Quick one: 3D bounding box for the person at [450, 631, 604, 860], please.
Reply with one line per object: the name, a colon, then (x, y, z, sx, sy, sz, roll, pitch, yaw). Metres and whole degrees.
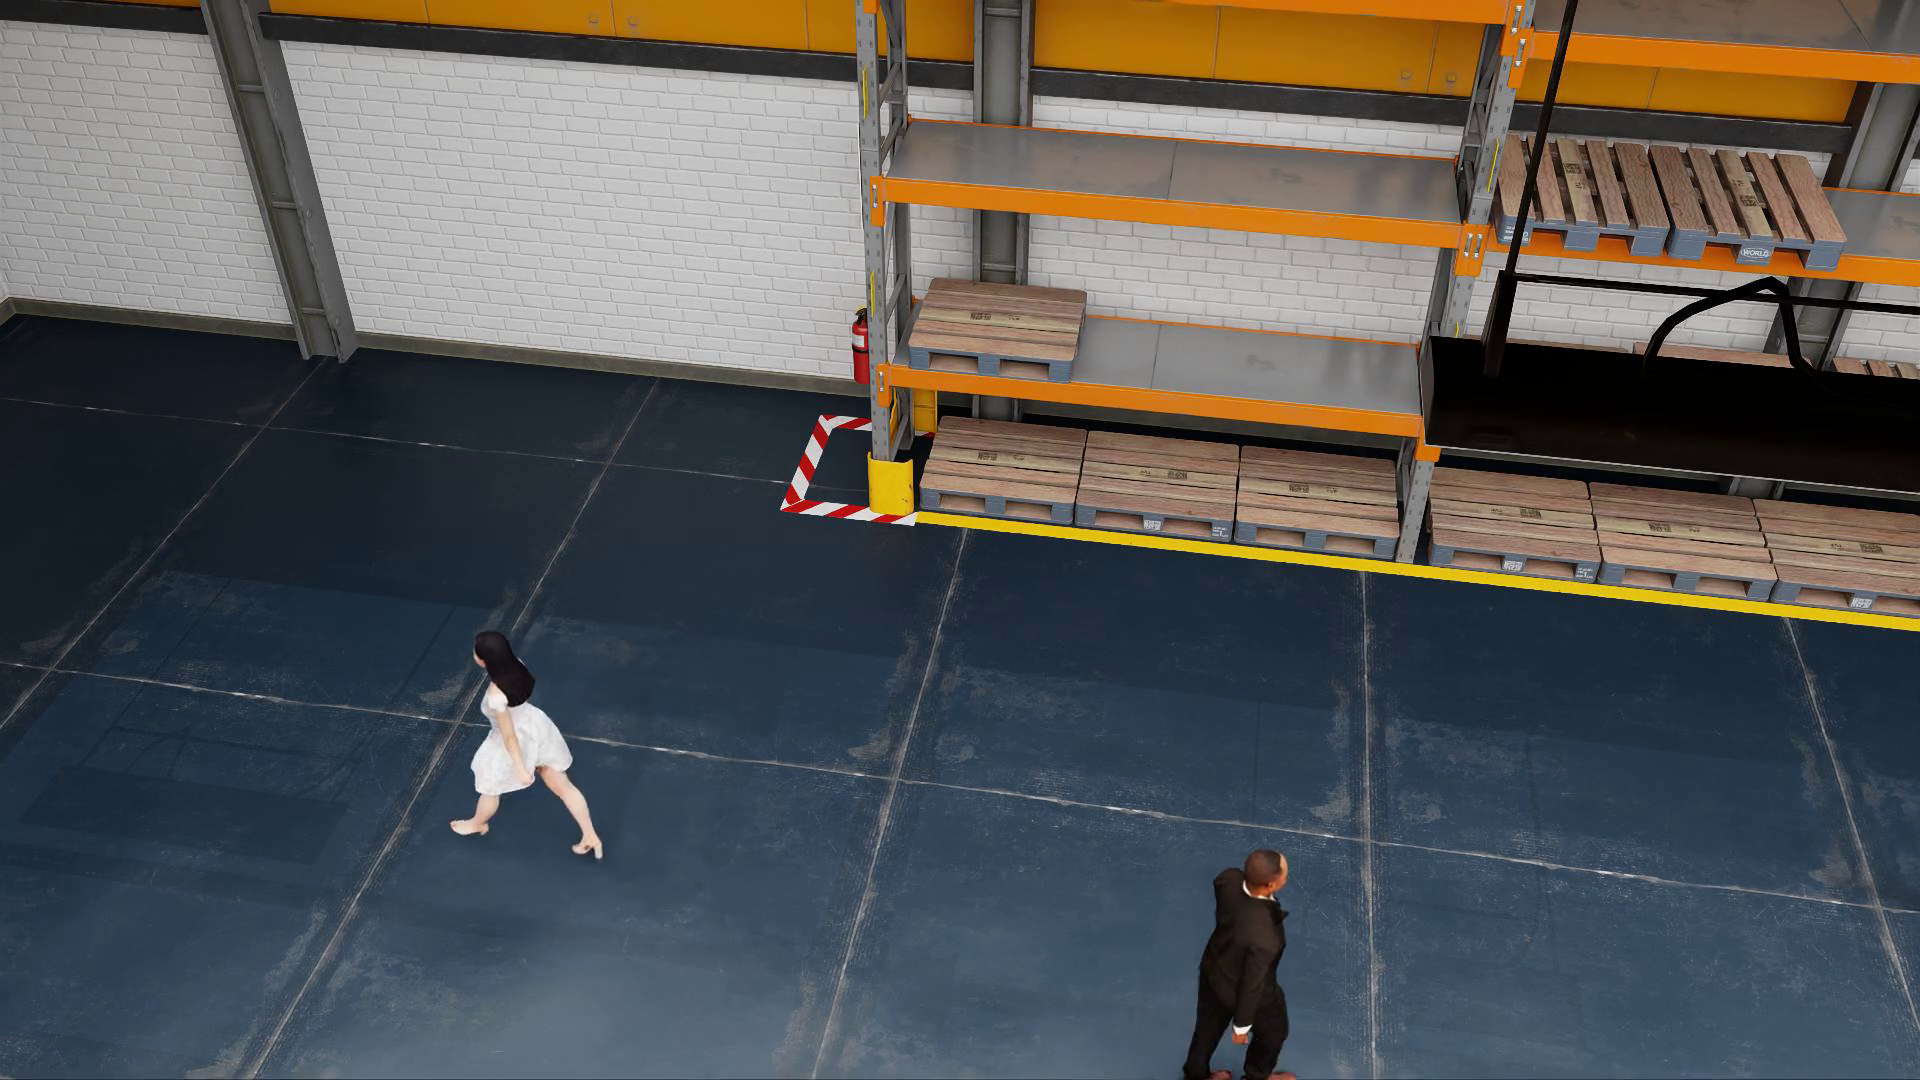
person: (-2.459, 1.257, 9.726, 1.194, 1.721, 0.661, 8, 39, 10)

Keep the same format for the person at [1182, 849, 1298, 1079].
person: (1.316, 2.241, 8.362, 1.029, 1.885, 0.941, -16, 41, -19)
